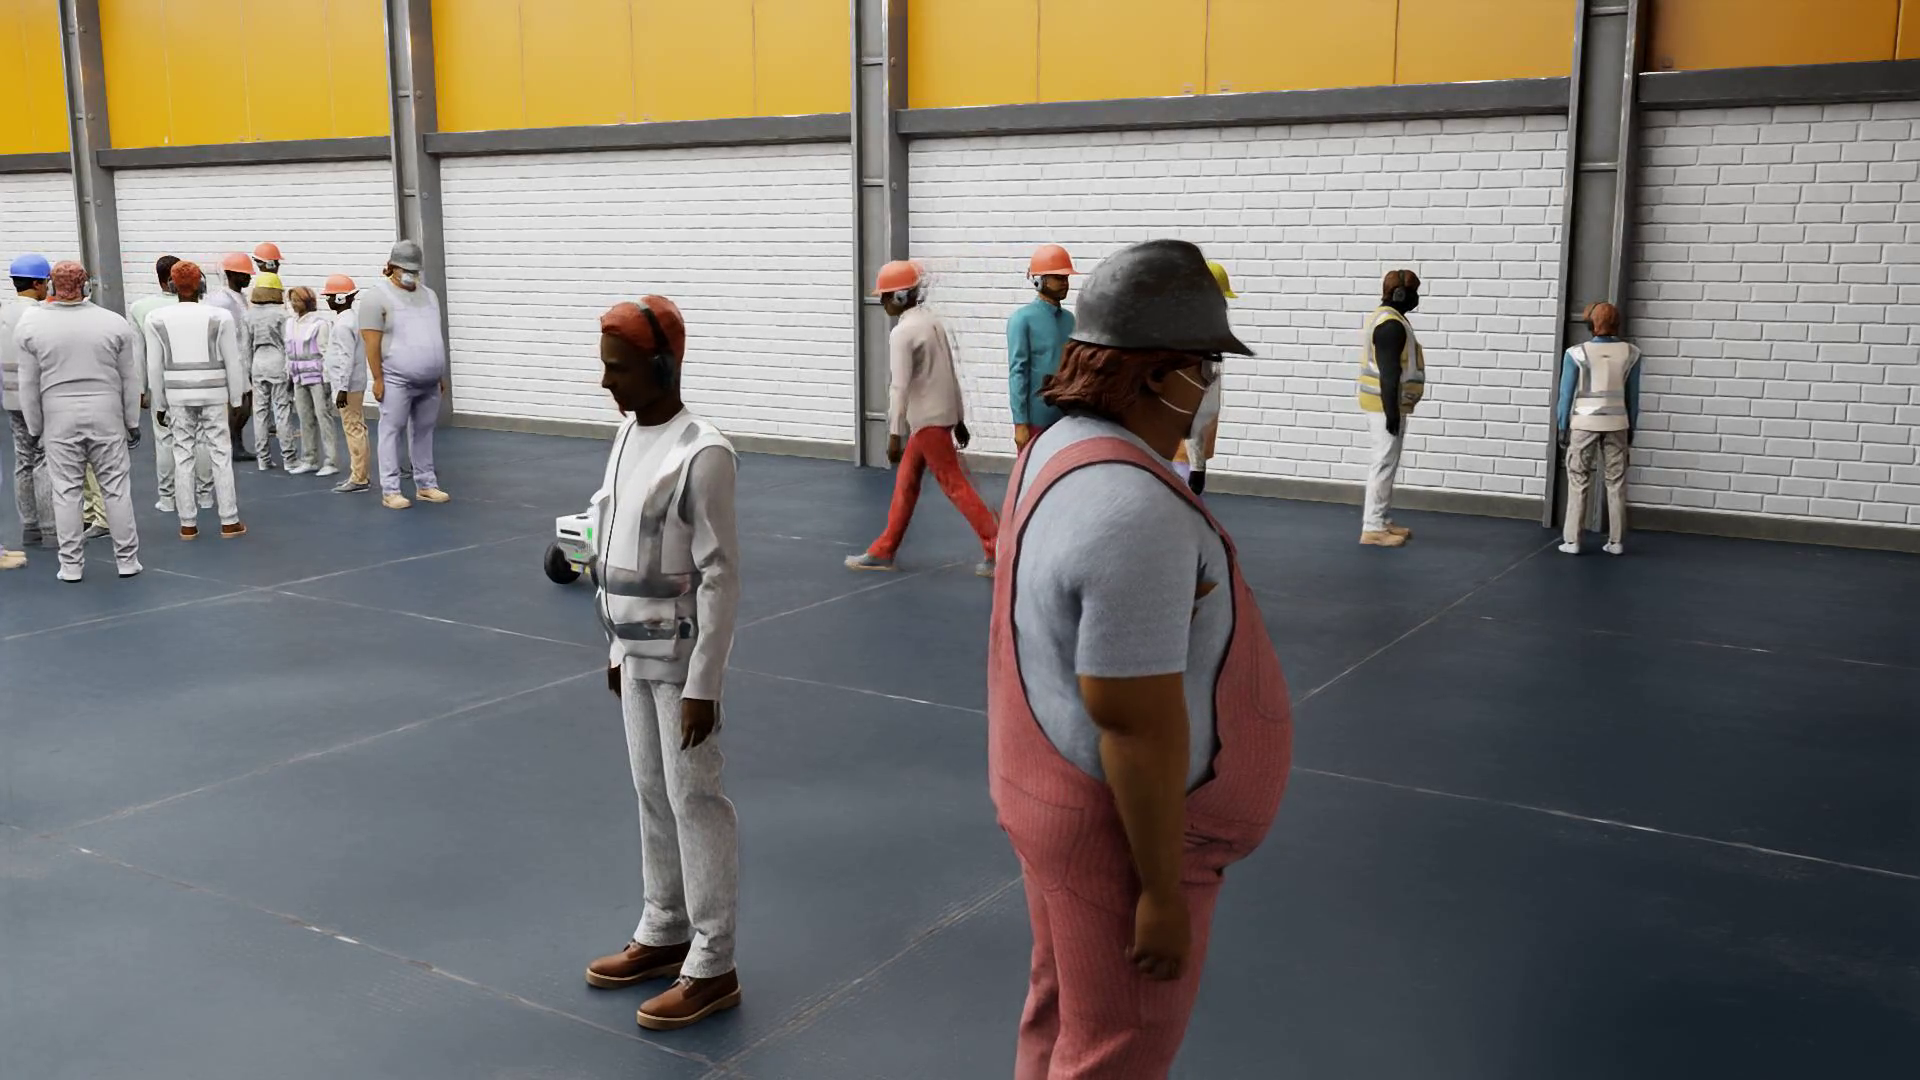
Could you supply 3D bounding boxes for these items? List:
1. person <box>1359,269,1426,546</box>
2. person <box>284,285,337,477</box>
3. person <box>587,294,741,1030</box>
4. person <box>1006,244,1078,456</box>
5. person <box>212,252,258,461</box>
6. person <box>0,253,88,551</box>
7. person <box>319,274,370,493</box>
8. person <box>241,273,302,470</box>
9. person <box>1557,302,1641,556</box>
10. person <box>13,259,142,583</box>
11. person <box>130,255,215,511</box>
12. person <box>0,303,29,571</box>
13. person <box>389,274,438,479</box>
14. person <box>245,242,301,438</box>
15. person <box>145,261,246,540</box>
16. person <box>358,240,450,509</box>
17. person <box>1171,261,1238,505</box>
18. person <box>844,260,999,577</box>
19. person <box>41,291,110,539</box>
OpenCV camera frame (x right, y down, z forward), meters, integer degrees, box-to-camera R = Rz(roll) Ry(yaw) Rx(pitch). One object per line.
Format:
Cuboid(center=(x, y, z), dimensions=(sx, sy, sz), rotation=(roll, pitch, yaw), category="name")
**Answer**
Cuboid(center=(2.872, -0.878, 11.082), dimensions=(0.430, 1.837, 0.659), rotation=(2, 10, 13), category="person")
Cuboid(center=(-5.591, -1.364, 14.308), dimensions=(0.520, 1.637, 0.312), rotation=(6, 12, 29), category="person")
Cuboid(center=(-0.769, 0.313, 4.320), dimensions=(0.354, 1.887, 0.573), rotation=(-7, 12, -34), category="person")
Cuboid(center=(0.510, -0.713, 9.703), dimensions=(0.379, 1.996, 0.611), rotation=(8, 13, 37), category="person")
Cuboid(center=(-6.562, -1.658, 15.183), dimensions=(0.476, 1.912, 0.539), rotation=(-2, 10, -9), category="person")
Cuboid(center=(-6.048, -0.901, 10.914), dimensions=(0.606, 1.939, 0.419), rotation=(7, 12, 33), category="person")
Cuboid(center=(-4.951, -1.262, 13.420), dimensions=(0.326, 1.752, 0.563), rotation=(-2, 11, -13), category="person")
Cuboid(center=(-6.063, -1.481, 14.686), dimensions=(0.486, 1.734, 0.322), rotation=(2, 10, 11), category="person")
Cuboid(center=(4.088, -0.703, 10.675), dimensions=(0.522, 1.632, 0.313), rotation=(0, 10, 1), category="person")
Cuboid(center=(-5.208, -0.699, 9.876), dimensions=(0.642, 1.909, 0.410), rotation=(-6, 12, -30), category="person")
Cuboid(center=(-5.863, -1.167, 12.474), dimensions=(0.580, 1.911, 0.395), rotation=(-7, 12, -33), category="person")
Cuboid(center=(-5.984, -0.717, 10.182), dimensions=(0.346, 1.836, 0.518), rotation=(-7, 12, -34), category="person")
Cuboid(center=(-4.732, -1.437, 14.209), dimensions=(0.403, 1.822, 0.593), rotation=(5, 12, 28), category="person")
Cuboid(center=(-7.067, -2.045, 17.087), dimensions=(0.612, 1.995, 0.382), rotation=(7, 12, 32), category="person")
Cuboid(center=(-5.154, -0.936, 11.252), dimensions=(0.575, 1.884, 0.355), rotation=(-3, 11, -16), category="person")
Cuboid(center=(-4.169, -1.270, 12.669), dimensions=(0.536, 2.000, 0.684), rotation=(7, 12, 33), category="person")
Cuboid(center=(1.206, -0.467, 8.577), dimensions=(0.399, 1.918, 0.588), rotation=(0, 10, 0), category="person")
Cuboid(center=(-0.145, -0.708, 9.961), dimensions=(1.097, 1.912, 0.621), rotation=(3, 11, 14), category="person")
Cuboid(center=(-5.997, -0.881, 11.311), dimensions=(0.330, 1.748, 0.575), rotation=(-9, 13, -40), category="person")
